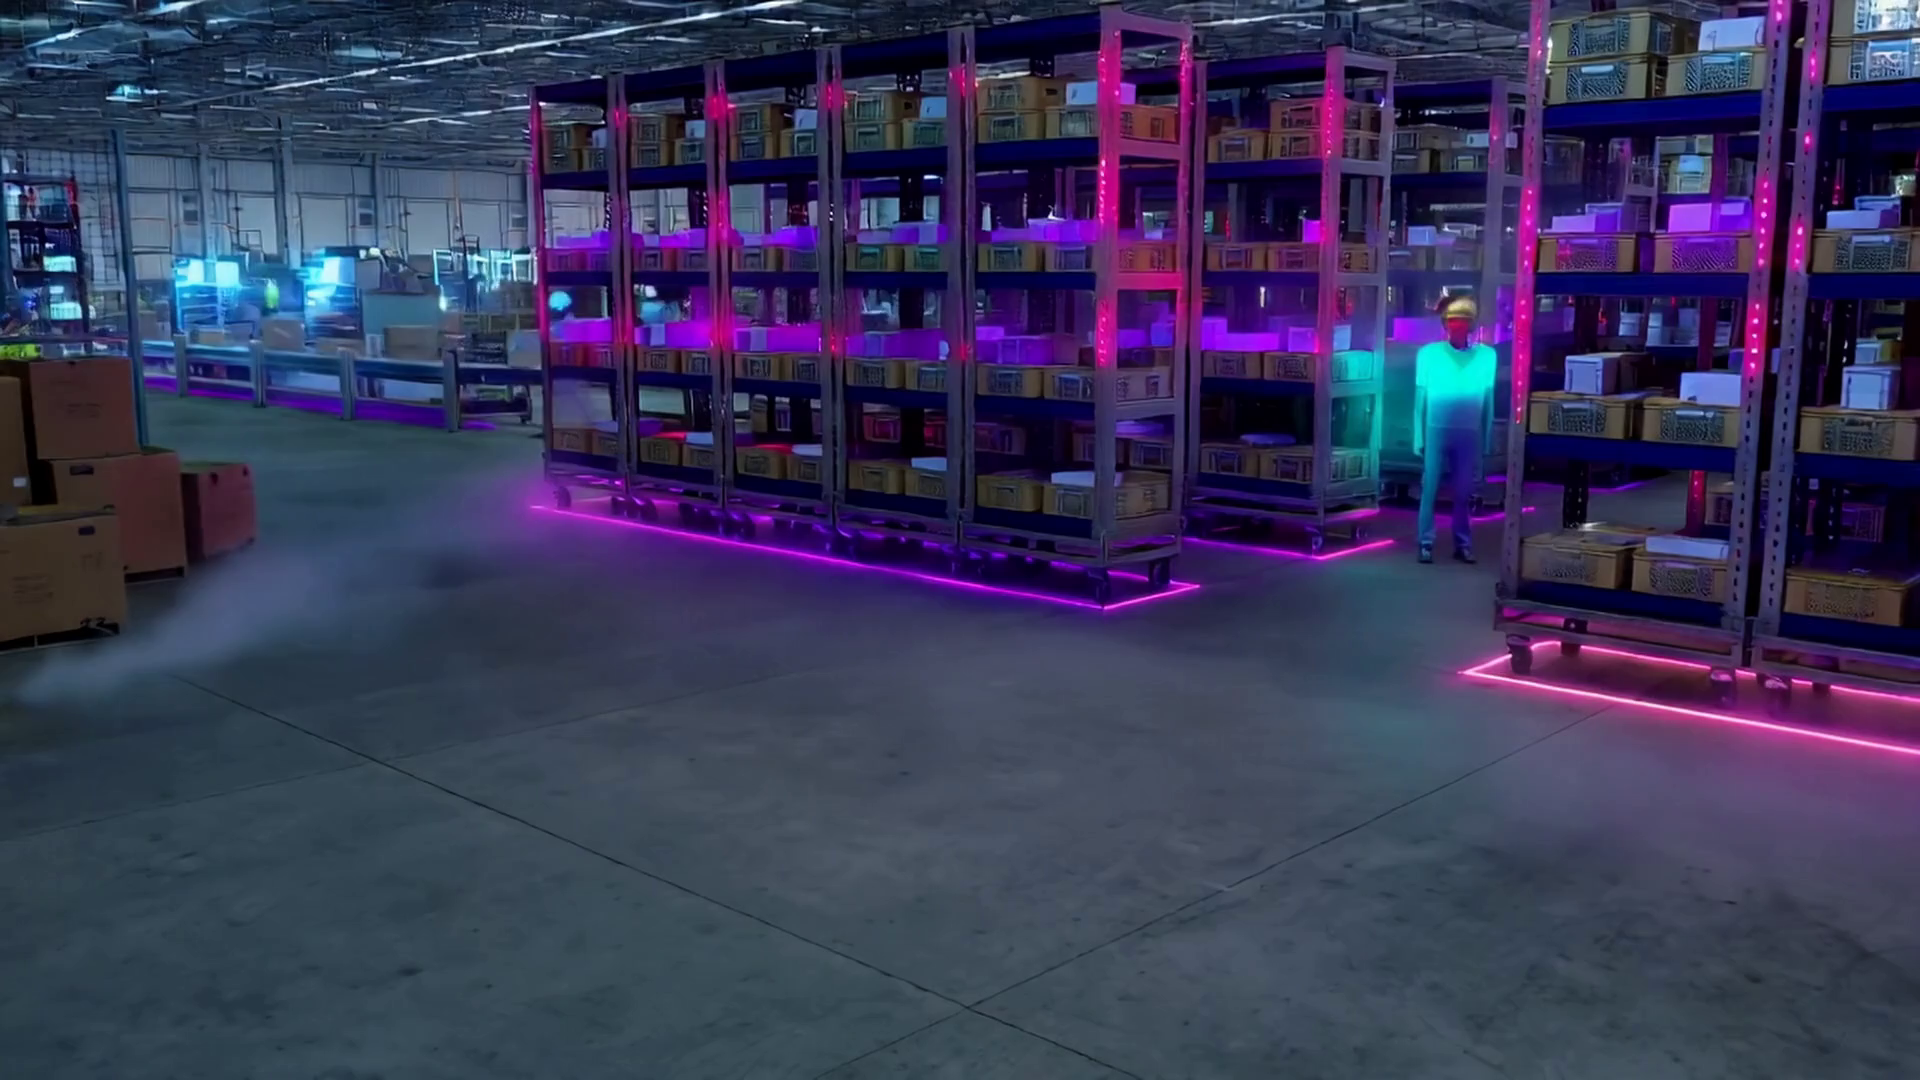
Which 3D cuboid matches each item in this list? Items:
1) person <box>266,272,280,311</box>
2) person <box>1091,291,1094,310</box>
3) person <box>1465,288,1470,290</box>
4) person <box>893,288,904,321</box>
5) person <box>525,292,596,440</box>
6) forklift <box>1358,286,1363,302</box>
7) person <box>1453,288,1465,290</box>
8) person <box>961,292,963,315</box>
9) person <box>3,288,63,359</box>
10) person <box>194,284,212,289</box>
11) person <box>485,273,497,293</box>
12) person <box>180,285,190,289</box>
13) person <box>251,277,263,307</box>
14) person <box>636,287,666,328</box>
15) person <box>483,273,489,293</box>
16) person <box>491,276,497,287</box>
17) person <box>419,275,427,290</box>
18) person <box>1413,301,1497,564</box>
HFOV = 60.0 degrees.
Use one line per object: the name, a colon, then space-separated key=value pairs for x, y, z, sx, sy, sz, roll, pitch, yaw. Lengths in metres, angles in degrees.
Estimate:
person: x=-19.437 y=-6.617 z=47.245 sx=1.041 sy=1.991 sz=0.623 roll=0 pitch=9 yaw=-3
person: x=5.105 y=-9.200 z=63.971 sx=0.319 sy=1.695 sz=0.538 roll=-2 pitch=9 yaw=-11
person: x=20.484 y=-9.960 z=67.634 sx=0.537 sy=2.019 sz=0.643 roll=-6 pitch=11 yaw=-32
person: x=-1.521 y=-6.165 z=45.144 sx=0.603 sy=1.776 sz=0.987 roll=-9 pitch=13 yaw=-43
person: x=-4.793 y=-2.075 z=19.996 sx=0.911 sy=1.780 sz=0.609 roll=-2 pitch=10 yaw=-13
forklift: x=11.100 y=-7.017 z=46.970 sx=1.873 sy=2.768 sz=1.129 roll=9 pitch=13 yaw=43
person: x=19.826 y=-9.671 z=66.246 sx=0.453 sy=1.900 sz=0.587 roll=-4 pitch=10 yaw=-25
person: x=0.038 y=-5.640 z=42.248 sx=0.800 sy=1.666 sz=0.537 roll=5 pitch=10 yaw=26
person: x=-8.319 y=-1.298 z=14.893 sx=0.640 sy=1.905 sz=0.410 roll=4 pitch=10 yaw=24
person: x=-26.168 y=-8.291 z=57.612 sx=0.620 sy=1.955 sz=0.910 roll=-1 pitch=9 yaw=-7
person: x=-23.356 y=-12.400 z=83.034 sx=0.617 sy=1.874 sz=0.894 roll=-8 pitch=12 yaw=-39
person: x=-36.006 y=-11.433 z=77.369 sx=0.987 sy=1.791 sz=0.645 roll=-9 pitch=13 yaw=-43
person: x=-27.417 y=-9.384 z=64.915 sx=0.530 sy=1.762 sz=0.327 roll=3 pitch=10 yaw=18
person: x=-5.840 y=-3.896 z=31.389 sx=0.544 sy=1.722 sz=0.907 roll=2 pitch=9 yaw=12
person: x=-24.191 y=-12.736 z=85.131 sx=0.696 sy=1.885 sz=0.947 roll=6 pitch=11 yaw=32
person: x=-21.985 y=-11.615 z=78.632 sx=0.312 sy=1.744 sz=0.487 roll=-7 pitch=12 yaw=-38
person: x=-22.421 y=-10.130 z=69.292 sx=0.533 sy=1.833 sz=0.977 roll=1 pitch=9 yaw=6
person: x=3.469 y=-0.753 z=11.710 sx=0.565 sy=1.850 sz=0.390 roll=0 pitch=9 yaw=-1
